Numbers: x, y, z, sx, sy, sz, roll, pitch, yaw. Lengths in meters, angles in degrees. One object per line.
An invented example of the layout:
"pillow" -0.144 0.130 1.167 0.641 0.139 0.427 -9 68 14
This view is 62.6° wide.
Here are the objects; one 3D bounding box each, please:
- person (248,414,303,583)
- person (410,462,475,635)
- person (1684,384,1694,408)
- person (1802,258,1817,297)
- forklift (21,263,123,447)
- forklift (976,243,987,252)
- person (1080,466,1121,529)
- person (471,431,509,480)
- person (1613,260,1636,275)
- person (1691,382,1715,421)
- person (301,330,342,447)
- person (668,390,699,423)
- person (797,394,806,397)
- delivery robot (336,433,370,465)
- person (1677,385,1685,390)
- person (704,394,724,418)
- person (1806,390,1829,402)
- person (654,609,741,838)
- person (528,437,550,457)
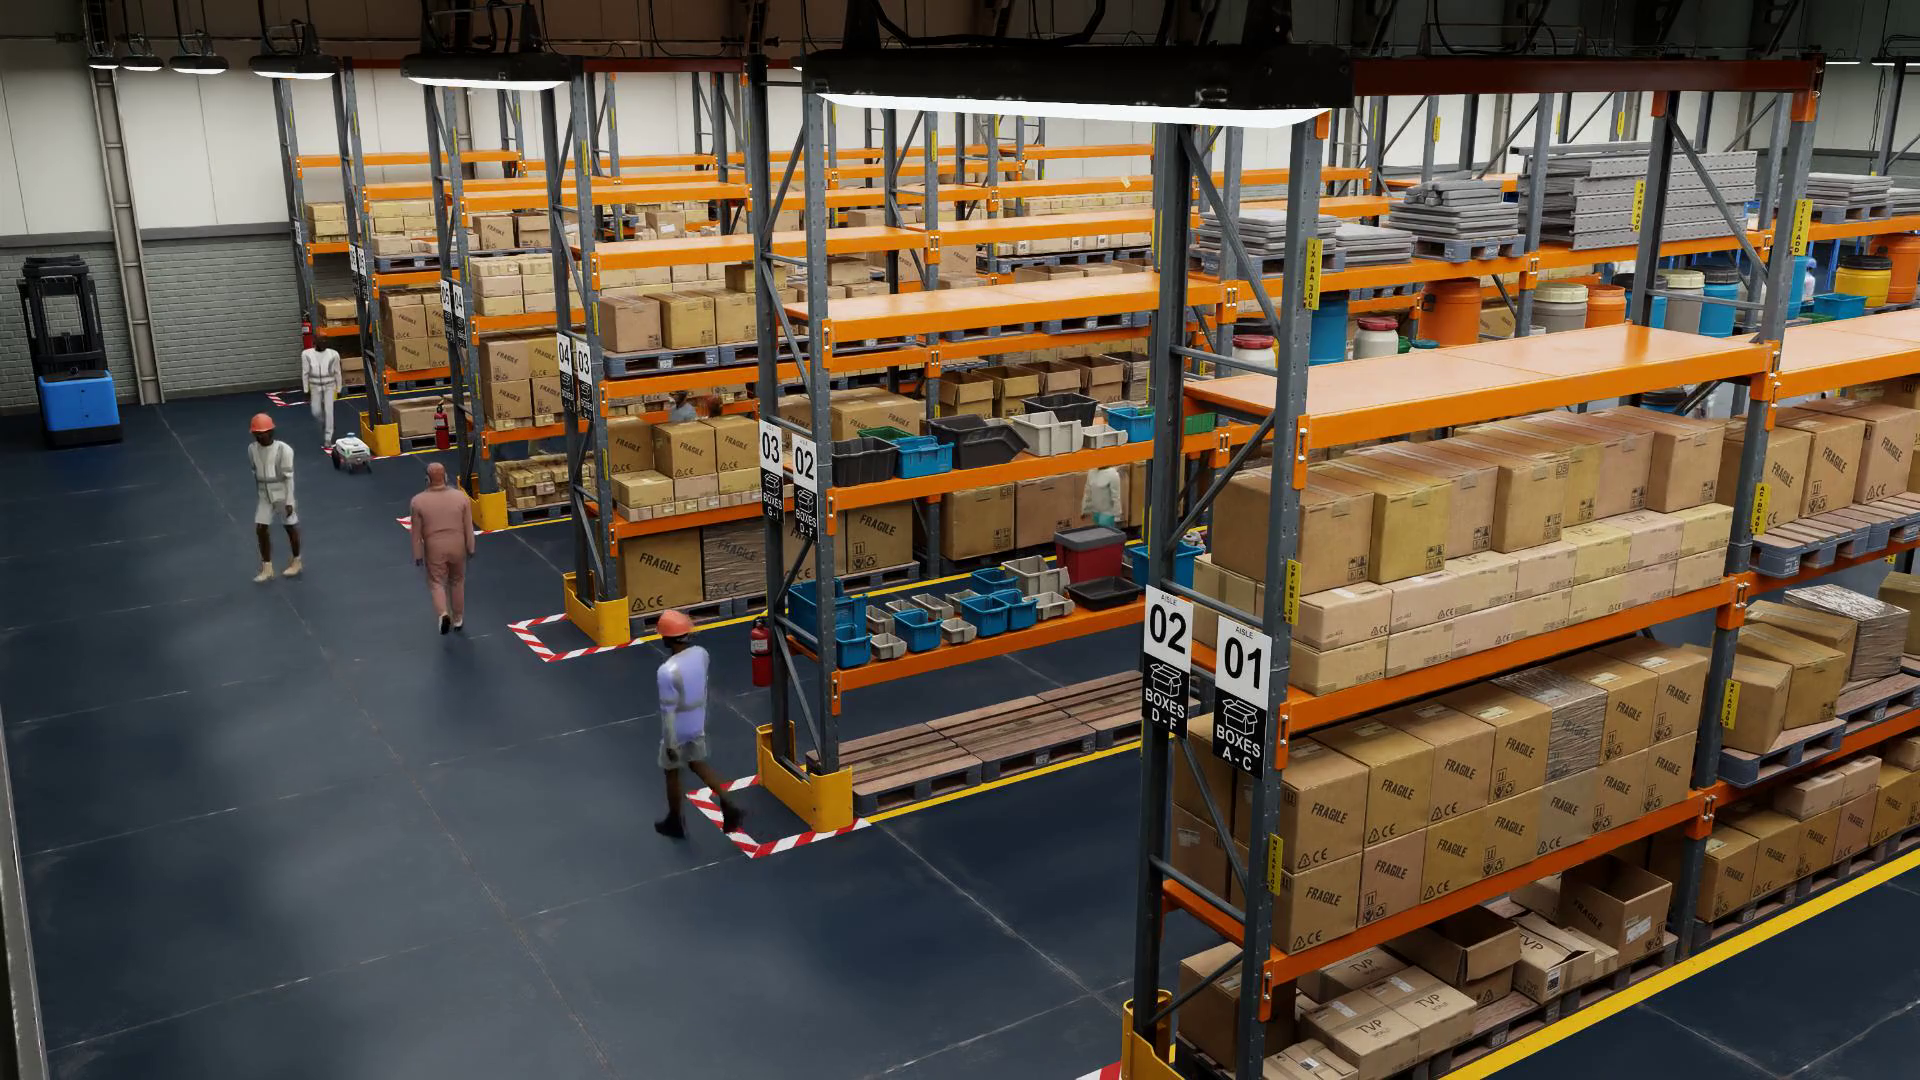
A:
"person" -8.118 -0.483 18.575 0.616 2.010 0.837 3 17 10
"person" -5.512 0.104 16.889 0.643 1.882 0.657 -7 18 -22
"person" 11.512 -2.312 25.119 0.318 1.697 0.535 11 20 32
"person" 17.924 -5.064 33.767 0.693 1.918 0.613 -7 18 -21
"forklift" -14.518 -3.079 25.708 1.129 2.768 1.873 -10 20 -31
"forklift" 0.988 -5.474 34.718 1.214 2.155 2.313 -10 20 -31
"person" 1.593 -0.298 18.419 0.640 1.743 0.557 -10 20 -30
"person" -6.754 -1.515 22.694 0.504 1.587 0.868 12 21 35
"person" 16.585 -6.739 39.247 0.644 1.927 0.633 4 17 12
"person" 11.505 -2.080 24.506 0.555 1.606 0.595 5 18 17
"person" -10.171 -2.421 25.188 0.603 1.865 0.471 -5 18 -15
"person" -3.648 -1.120 20.800 0.364 1.939 0.636 -12 21 -35
"person" -2.182 -1.039 20.805 0.946 1.792 0.585 -14 22 -39
"delivery robot" -9.201 -1.379 23.899 0.477 0.478 0.707 -11 20 -33
"person" 10.819 -1.994 24.061 0.534 1.700 0.947 -11 20 -33
"person" -3.136 -0.956 20.359 0.548 1.872 0.599 5 18 15
"person" 15.394 -3.334 28.152 0.654 1.883 0.719 7 18 22
"person" -2.120 1.464 12.365 0.720 1.922 0.552 11 20 32
"person" -6.059 -1.648 22.678 0.704 1.855 0.520 -13 21 -36
